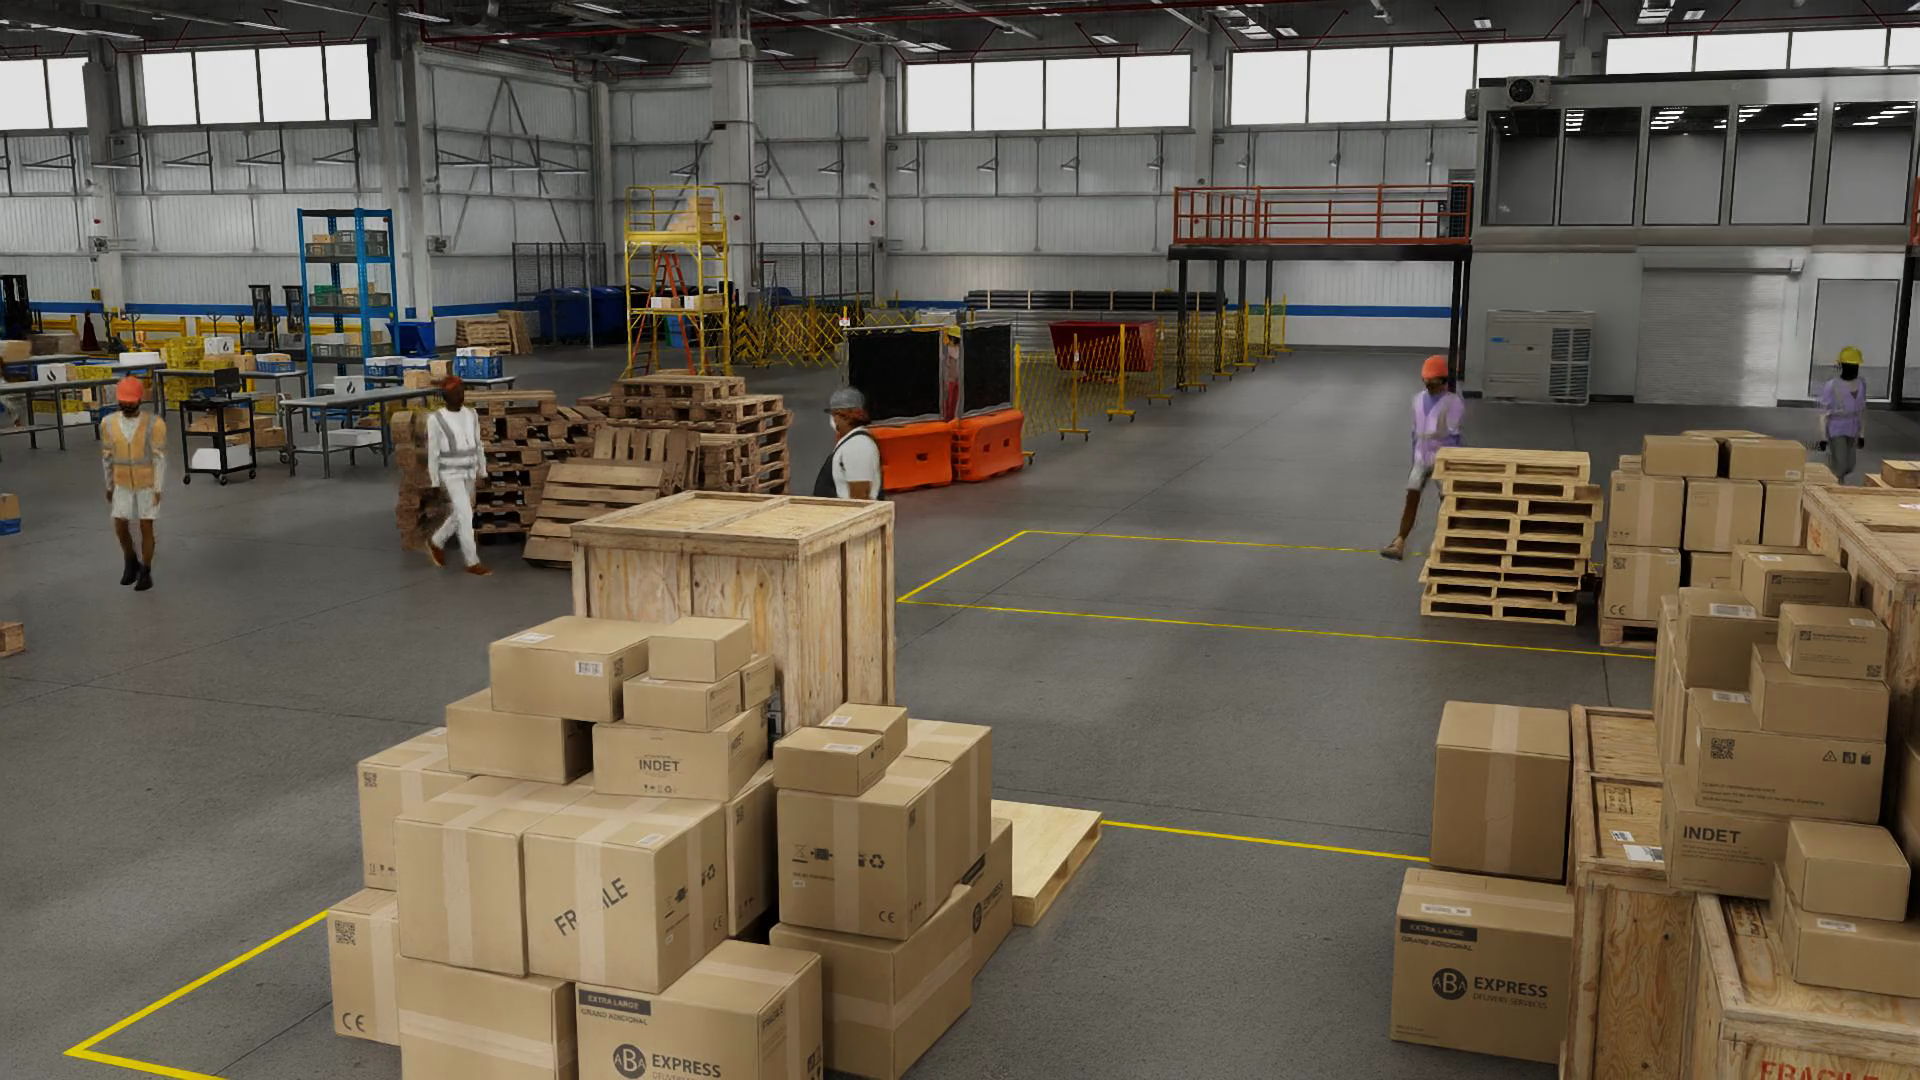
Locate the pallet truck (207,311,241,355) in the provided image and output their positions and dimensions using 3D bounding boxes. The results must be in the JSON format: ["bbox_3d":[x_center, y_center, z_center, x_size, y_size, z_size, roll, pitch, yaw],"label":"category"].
[{"bbox_3d":[-19.537,-5.575,44.913,0.653,1.274,1.630,3,11,19],"label":"pallet truck"}]

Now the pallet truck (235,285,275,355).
[{"bbox_3d":[-18.327,-5.835,44.421,0.823,1.965,1.885,4,11,23],"label":"pallet truck"}]

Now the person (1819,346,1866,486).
[{"bbox_3d":[9.895,-1.238,18.768,0.590,1.911,0.674,-4,11,-22],"label":"person"}]

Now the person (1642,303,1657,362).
[{"bbox_3d":[17.455,-5.381,42.094,0.652,1.906,0.402,-4,11,-23],"label":"person"}]

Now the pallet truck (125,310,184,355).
[{"bbox_3d":[-22.038,-5.665,45.457,0.704,1.261,1.522,3,11,17],"label":"pallet truck"}]

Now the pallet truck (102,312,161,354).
[{"bbox_3d":[-23.057,-5.777,46.261,0.680,1.201,1.601,3,11,19],"label":"pallet truck"}]

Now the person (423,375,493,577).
[{"bbox_3d":[-4.693,-0.605,15.372,0.853,1.860,0.579,5,11,27],"label":"person"}]

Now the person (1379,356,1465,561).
[{"bbox_3d":[4.552,-0.781,16.039,1.056,1.990,0.607,-7,12,-35],"label":"person"}]

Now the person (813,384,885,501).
[{"bbox_3d":[-0.817,-0.139,12.222,0.540,2.000,0.689,0,10,-1],"label":"person"}]

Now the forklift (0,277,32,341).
[{"bbox_3d":[-27.151,-6.329,46.328,1.157,1.987,2.680,3,11,17],"label":"forklift"}]

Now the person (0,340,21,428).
[{"bbox_3d":[-15.638,-2.649,26.949,0.523,1.842,0.887,1,10,5],"label":"person"}]

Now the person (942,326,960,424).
[{"bbox_3d":[-0.104,-2.503,26.335,0.327,1.760,0.523,5,11,27],"label":"person"}]

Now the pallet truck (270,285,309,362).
[{"bbox_3d":[-17.147,-5.700,43.663,0.823,1.965,1.885,3,11,17],"label":"pallet truck"}]

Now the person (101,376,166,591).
[{"bbox_3d":[-7.226,-0.490,14.570,0.561,1.908,0.465,-2,10,-10],"label":"person"}]
